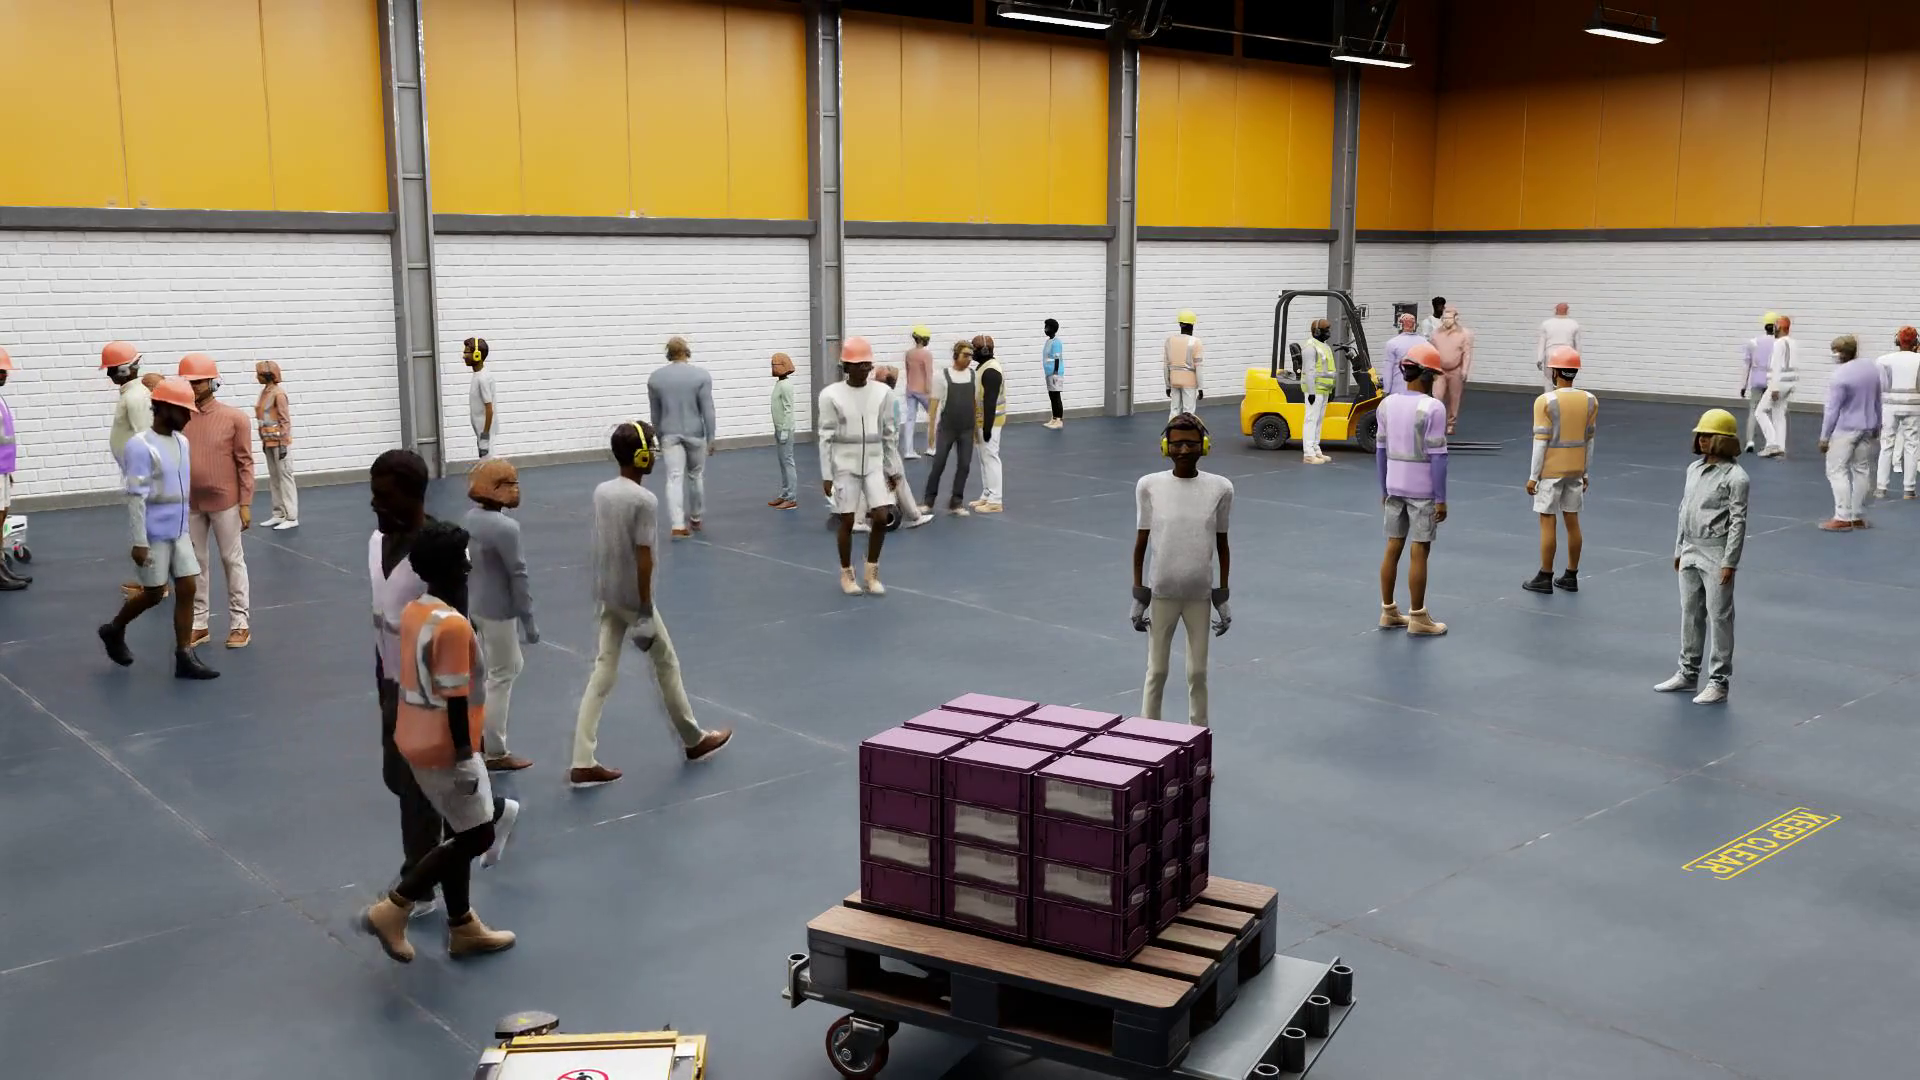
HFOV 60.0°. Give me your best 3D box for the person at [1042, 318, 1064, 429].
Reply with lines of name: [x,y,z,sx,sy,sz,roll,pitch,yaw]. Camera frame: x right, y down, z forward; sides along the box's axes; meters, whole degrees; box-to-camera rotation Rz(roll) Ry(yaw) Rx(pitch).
person: [1.423,-2.546,25.478,0.321,1.690,0.536,-2,10,-14]

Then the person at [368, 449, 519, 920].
person: [-2.096,0.565,6.648,0.606,1.897,0.667,9,13,42]

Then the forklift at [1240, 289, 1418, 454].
forklift: [5.034,-2.339,22.783,2.313,2.155,1.214,3,10,16]

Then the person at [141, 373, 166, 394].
person: [-6.969,-0.635,14.447,0.278,1.631,0.507,-2,10,-11]

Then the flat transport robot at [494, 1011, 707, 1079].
flat transport robot: [-1.090,1.716,4.667,0.652,0.197,1.431,-1,10,-5]

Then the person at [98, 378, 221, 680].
person: [-5.052,-0.066,10.381,0.800,1.885,0.581,2,10,11]

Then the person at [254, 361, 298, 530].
person: [-6.618,-0.917,16.090,0.315,1.636,0.514,-9,13,-42]

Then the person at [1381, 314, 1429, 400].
person: [5.701,-1.946,21.355,0.643,1.903,0.401,-3,10,-18]

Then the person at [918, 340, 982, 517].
person: [-0.097,-1.113,16.778,0.661,1.811,0.456,-4,10,-21]

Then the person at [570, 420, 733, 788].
person: [-1.621,0.304,8.407,0.548,1.815,0.965,9,13,42]

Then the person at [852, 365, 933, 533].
person: [-0.690,-0.867,15.909,0.852,1.592,0.529,-7,12,-36]

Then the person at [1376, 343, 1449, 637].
person: [3.168,-0.347,11.587,0.381,2.037,0.606,-6,11,-31]

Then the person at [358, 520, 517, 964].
person: [-1.946,0.765,6.120,0.486,1.668,0.545,-6,11,-30]

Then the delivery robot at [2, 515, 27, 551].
delivery robot: [-8.343,-0.091,14.142,0.707,0.478,0.477,0,10,2]

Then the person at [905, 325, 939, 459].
person: [-0.475,-1.925,21.658,0.662,1.743,0.545,-9,13,-44]

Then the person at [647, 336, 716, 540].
person: [-2.609,-0.964,15.659,0.647,1.885,0.962,0,10,0]

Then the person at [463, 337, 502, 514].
person: [-4.554,-0.994,15.855,0.333,1.872,0.515,-3,10,-18]

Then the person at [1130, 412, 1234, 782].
person: [1.112,0.289,8.350,0.513,1.872,0.328,0,10,2]

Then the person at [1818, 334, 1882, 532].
person: [8.577,-1.021,15.977,0.730,1.897,0.366,-4,11,-24]

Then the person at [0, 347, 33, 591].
person: [-7.620,-0.570,13.187,0.376,1.934,0.547,-3,10,-18]

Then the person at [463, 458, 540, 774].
person: [-2.335,0.393,8.479,0.344,1.625,0.515,-7,12,-37]

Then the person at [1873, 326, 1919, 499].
person: [10.246,-1.384,18.104,0.573,1.883,0.356,5,11,28]

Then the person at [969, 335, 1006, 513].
person: [0.258,-1.202,17.201,0.430,1.835,0.622,-1,10,-8]

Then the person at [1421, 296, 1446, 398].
person: [8.126,-3.186,28.459,0.609,1.956,0.400,-7,12,-35]

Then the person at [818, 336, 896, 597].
person: [-0.761,-0.547,12.795,0.657,2.019,0.638,-4,10,-21]

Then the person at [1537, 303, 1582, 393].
person: [9.959,-3.003,27.641,0.684,1.857,0.978,3,10,19]

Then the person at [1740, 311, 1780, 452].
person: [10.853,-2.123,22.418,0.621,1.925,0.699,6,11,32]

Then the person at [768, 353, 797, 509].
person: [-1.860,-1.138,17.396,0.280,1.633,0.500,-3,10,-16]

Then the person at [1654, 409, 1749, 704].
person: [4.419,0.094,9.854,0.288,1.746,0.487,-3,10,-18]

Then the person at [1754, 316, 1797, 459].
person: [10.630,-1.986,21.676,0.458,1.864,0.626,10,14,44]

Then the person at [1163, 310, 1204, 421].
person: [2.959,-2.057,21.914,0.594,1.926,0.366,8,13,40]

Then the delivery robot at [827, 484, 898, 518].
delivery robot: [-0.931,-0.424,16.089,0.707,0.478,0.477,0,10,0]

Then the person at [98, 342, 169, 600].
person: [-6.363,-0.534,12.832,0.398,1.984,0.609,-5,11,-25]

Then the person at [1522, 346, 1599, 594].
person: [4.689,-0.545,13.031,0.550,1.937,0.357,-3,10,-17]

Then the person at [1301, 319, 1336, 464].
person: [4.577,-1.897,21.229,0.429,1.844,0.622,5,11,28]

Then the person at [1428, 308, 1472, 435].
person: [7.125,-2.439,24.315,0.644,1.869,0.864,4,11,23]

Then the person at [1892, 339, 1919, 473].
person: [11.618,-1.623,20.216,0.522,1.640,0.306,1,10,4]

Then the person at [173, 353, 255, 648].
person: [-5.059,-0.260,11.193,0.609,1.995,0.376,0,10,-1]
